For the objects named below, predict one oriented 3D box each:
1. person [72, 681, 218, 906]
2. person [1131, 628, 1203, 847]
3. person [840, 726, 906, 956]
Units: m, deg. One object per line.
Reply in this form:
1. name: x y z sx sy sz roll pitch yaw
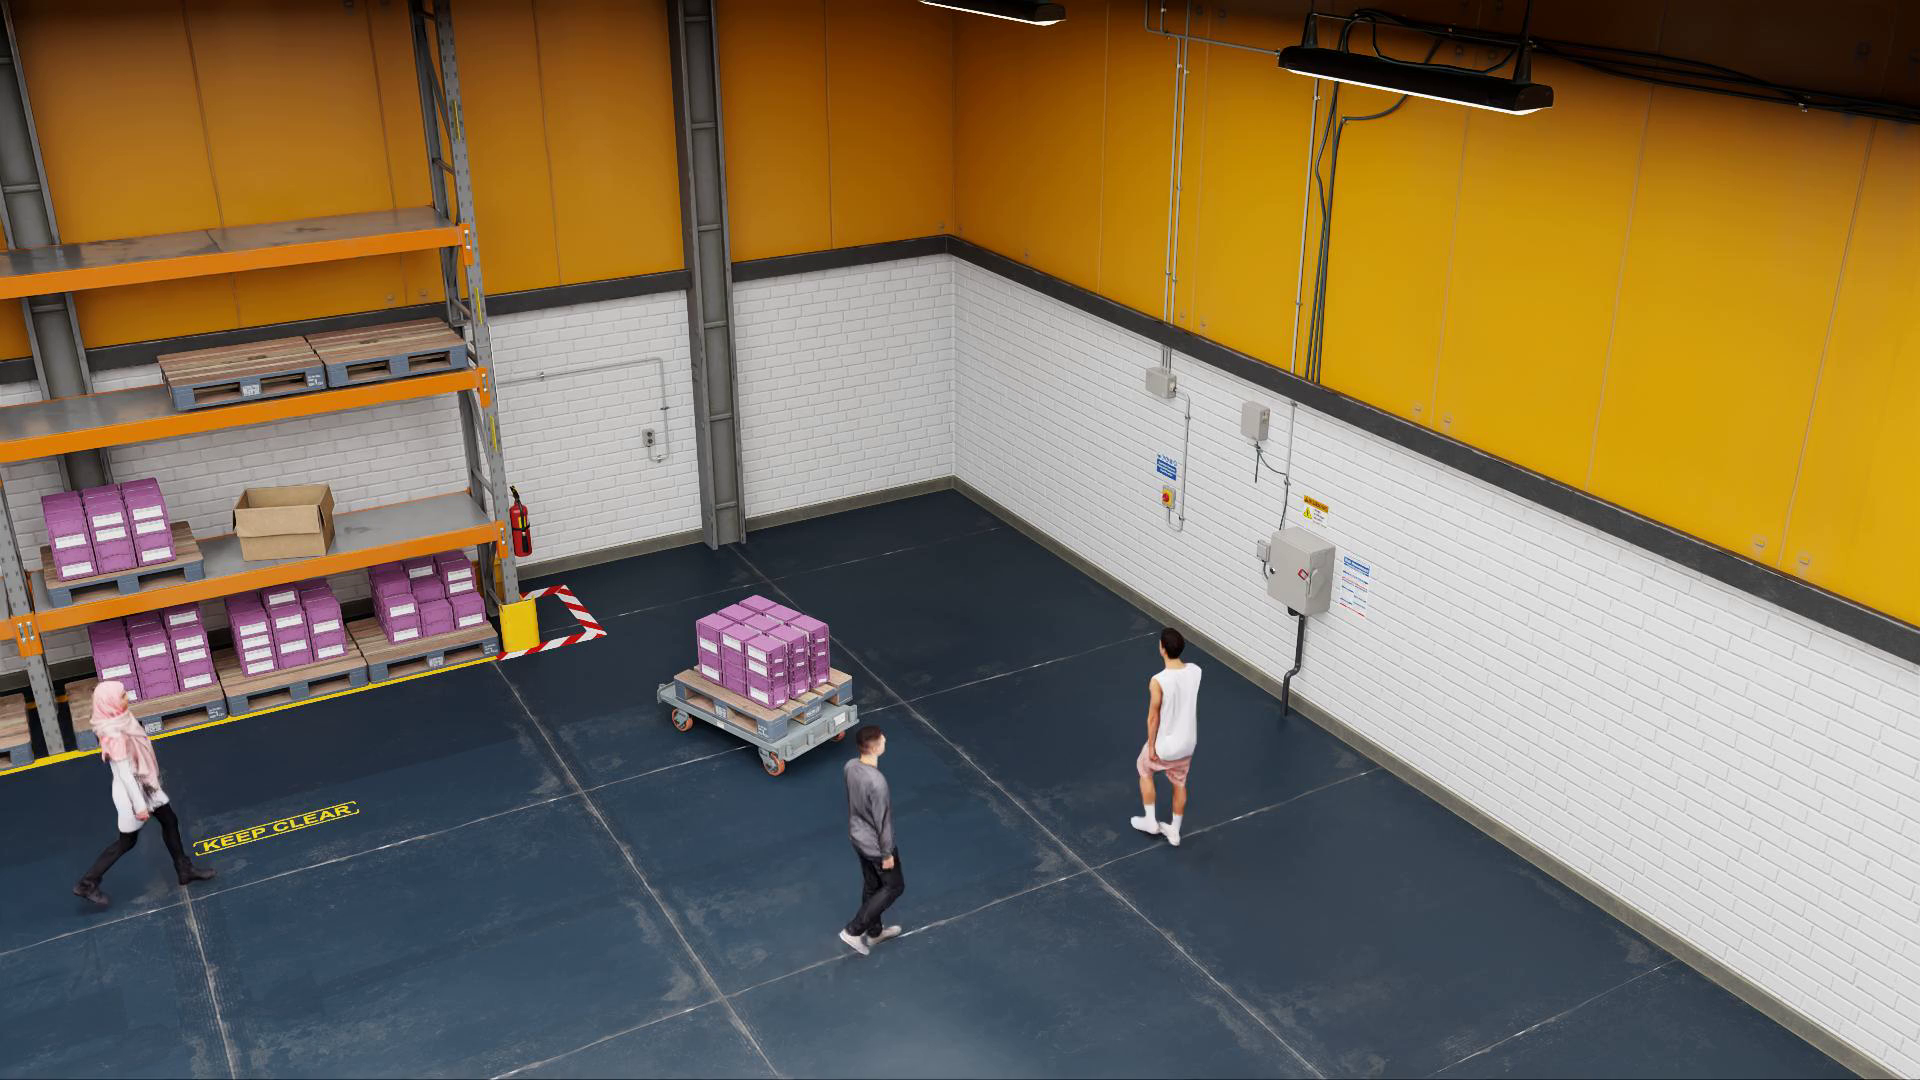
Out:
1. person: -6.047 1.854 11.945 1.201 1.766 0.729 -10 25 -21
2. person: 1.656 1.548 12.638 0.619 1.771 0.723 -10 26 -22
3. person: -0.654 2.094 11.410 0.794 1.754 0.671 -16 28 -32
